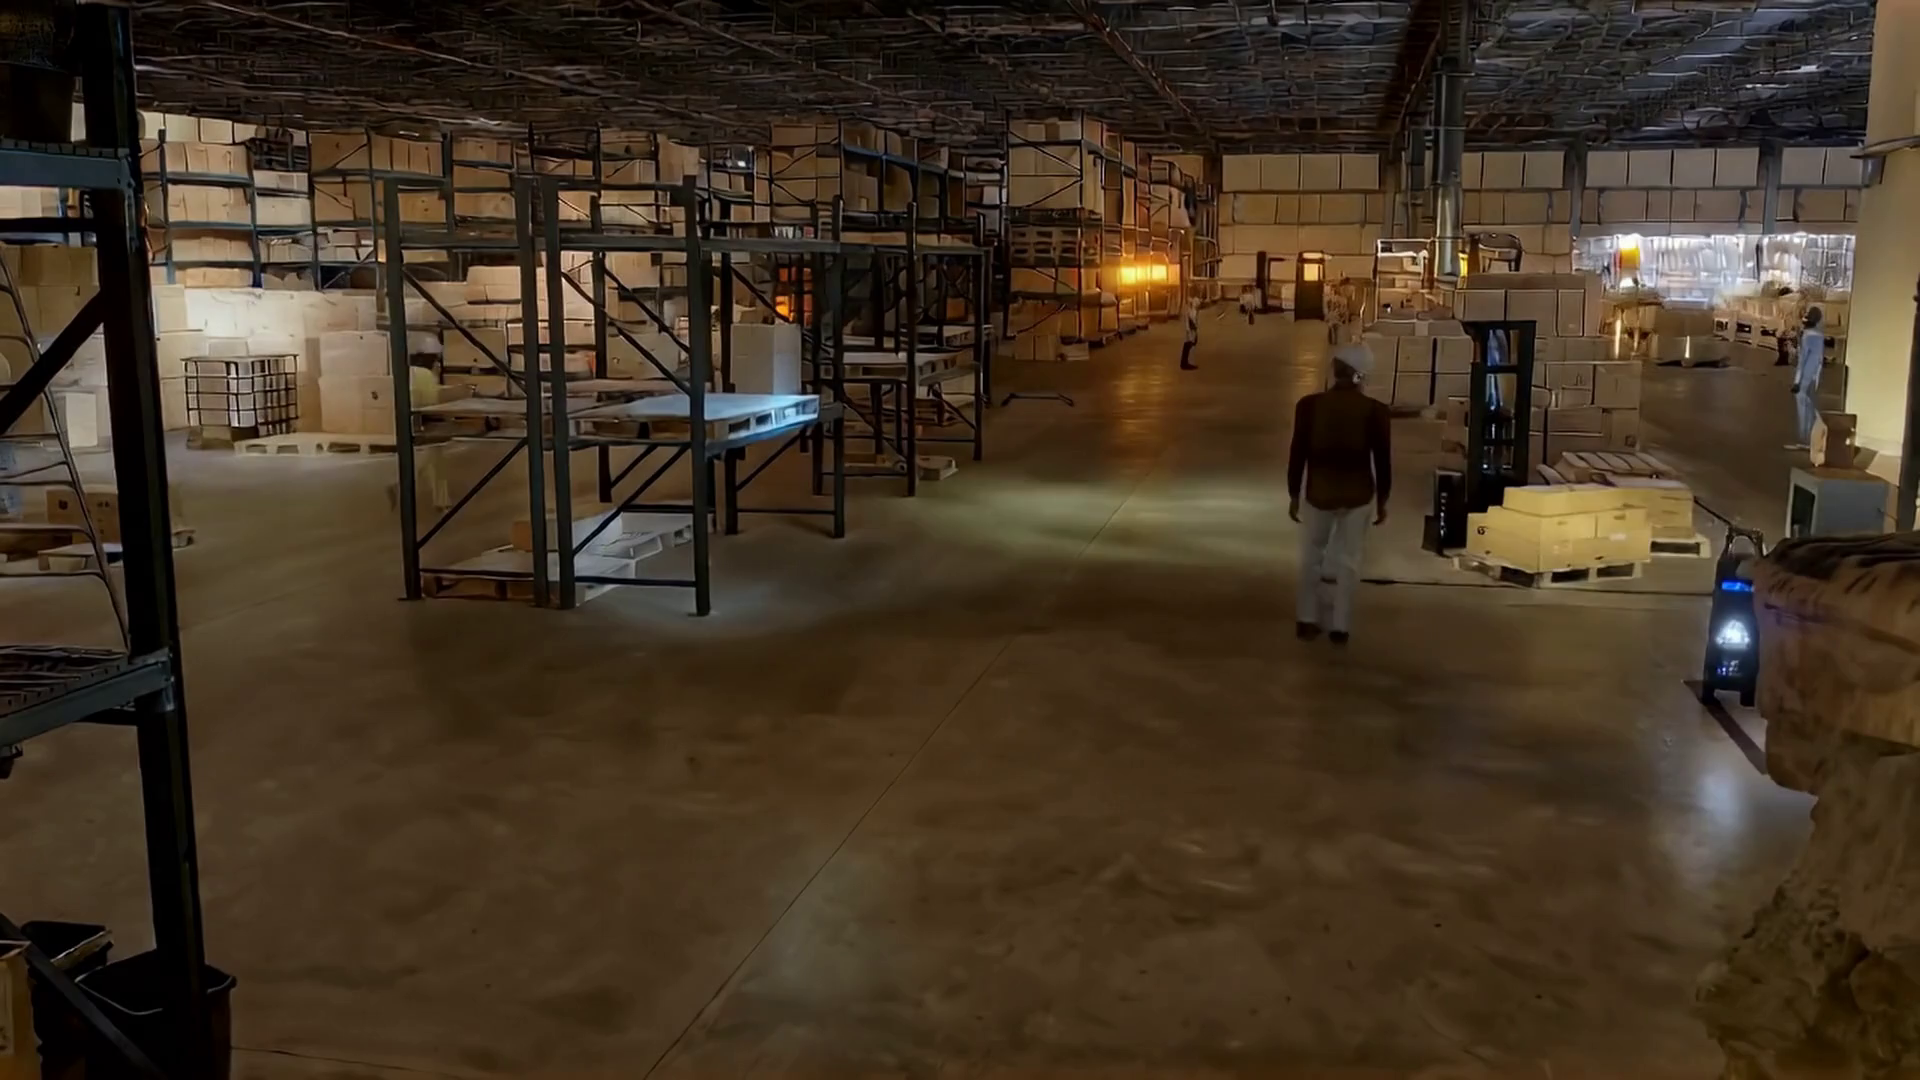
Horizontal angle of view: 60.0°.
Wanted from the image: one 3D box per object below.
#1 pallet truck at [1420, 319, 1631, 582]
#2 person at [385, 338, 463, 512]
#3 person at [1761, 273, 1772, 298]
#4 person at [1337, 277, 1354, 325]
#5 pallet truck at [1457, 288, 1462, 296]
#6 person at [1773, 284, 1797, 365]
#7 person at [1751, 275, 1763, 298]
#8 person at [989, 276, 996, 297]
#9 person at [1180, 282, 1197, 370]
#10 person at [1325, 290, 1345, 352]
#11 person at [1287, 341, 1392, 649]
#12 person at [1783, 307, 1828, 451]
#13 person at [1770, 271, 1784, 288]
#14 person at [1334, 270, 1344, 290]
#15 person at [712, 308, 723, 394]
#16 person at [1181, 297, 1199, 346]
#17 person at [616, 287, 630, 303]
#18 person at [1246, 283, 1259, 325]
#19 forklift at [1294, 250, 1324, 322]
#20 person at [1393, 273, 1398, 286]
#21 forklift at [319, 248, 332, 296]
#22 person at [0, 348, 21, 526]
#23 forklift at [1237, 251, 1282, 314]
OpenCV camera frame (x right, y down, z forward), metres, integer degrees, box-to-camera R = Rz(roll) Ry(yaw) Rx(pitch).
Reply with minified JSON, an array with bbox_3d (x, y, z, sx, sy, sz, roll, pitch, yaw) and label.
[{"bbox_3d":[4.543,-0.757,13.299,0.823,1.965,1.885,-4,10,-22],"label":"pallet truck"},{"bbox_3d":[-5.233,-1.103,16.146,0.626,1.721,0.487,-1,10,-4],"label":"person"},{"bbox_3d":[34.200,-10.380,70.670,0.973,1.862,0.648,6,11,32],"label":"person"},{"bbox_3d":[14.283,-8.834,61.666,0.615,1.814,0.434,2,10,12],"label":"person"},{"bbox_3d":[20.506,-9.785,68.819,0.653,1.274,1.630,2,10,12],"label":"pallet truck"},{"bbox_3d":[19.256,-5.010,38.746,0.628,1.901,0.442,-7,12,-36],"label":"person"},{"bbox_3d":[37.374,-11.598,78.113,0.572,1.795,0.988,1,10,6],"label":"person"},{"bbox_3d":[1.773,-13.795,91.026,0.620,1.815,0.610,2,10,9],"label":"person"},{"bbox_3d":[5.114,-4.774,37.180,0.362,1.963,0.613,0,10,1],"label":"person"},{"bbox_3d":[10.133,-5.939,44.980,0.537,1.664,0.844,1,10,6],"label":"person"},{"bbox_3d":[2.429,-0.298,10.676,0.643,1.955,0.631,2,10,12],"label":"person"},{"bbox_3d":[10.974,-2.083,21.549,0.508,1.865,0.329,-6,11,-30],"label":"person"},{"bbox_3d":[36.294,-10.985,73.973,0.643,1.964,0.609,2,10,11],"label":"person"},{"bbox_3d":[18.243,-12.000,80.071,0.601,1.940,0.413,-5,11,-30],"label":"person"},{"bbox_3d":[-3.154,-2.170,22.120,0.328,1.843,0.514,0,10,0],"label":"person"},{"bbox_3d":[6.599,-6.406,47.649,0.530,1.693,0.321,7,12,37],"label":"person"},{"bbox_3d":[-6.756,-4.141,33.535,0.387,1.926,0.579,2,10,10],"label":"person"},{"bbox_3d":[11.025,-8.920,62.791,0.488,1.605,0.752,5,11,26],"label":"person"},{"bbox_3d":[13.778,-10.002,65.433,1.129,2.768,1.873,2,10,12],"label":"forklift"},{"bbox_3d":[23.067,-13.263,88.162,0.498,1.731,0.378,-4,10,-23],"label":"person"},{"bbox_3d":[-19.662,-7.779,52.269,1.873,2.768,1.129,2,10,12],"label":"forklift"},{"bbox_3d":[-8.920,-1.074,15.368,0.373,1.935,0.628,-4,11,-25],"label":"person"},{"bbox_3d":[13.406,-11.495,74.273,1.873,2.768,1.129,1,10,5],"label":"forklift"}]
